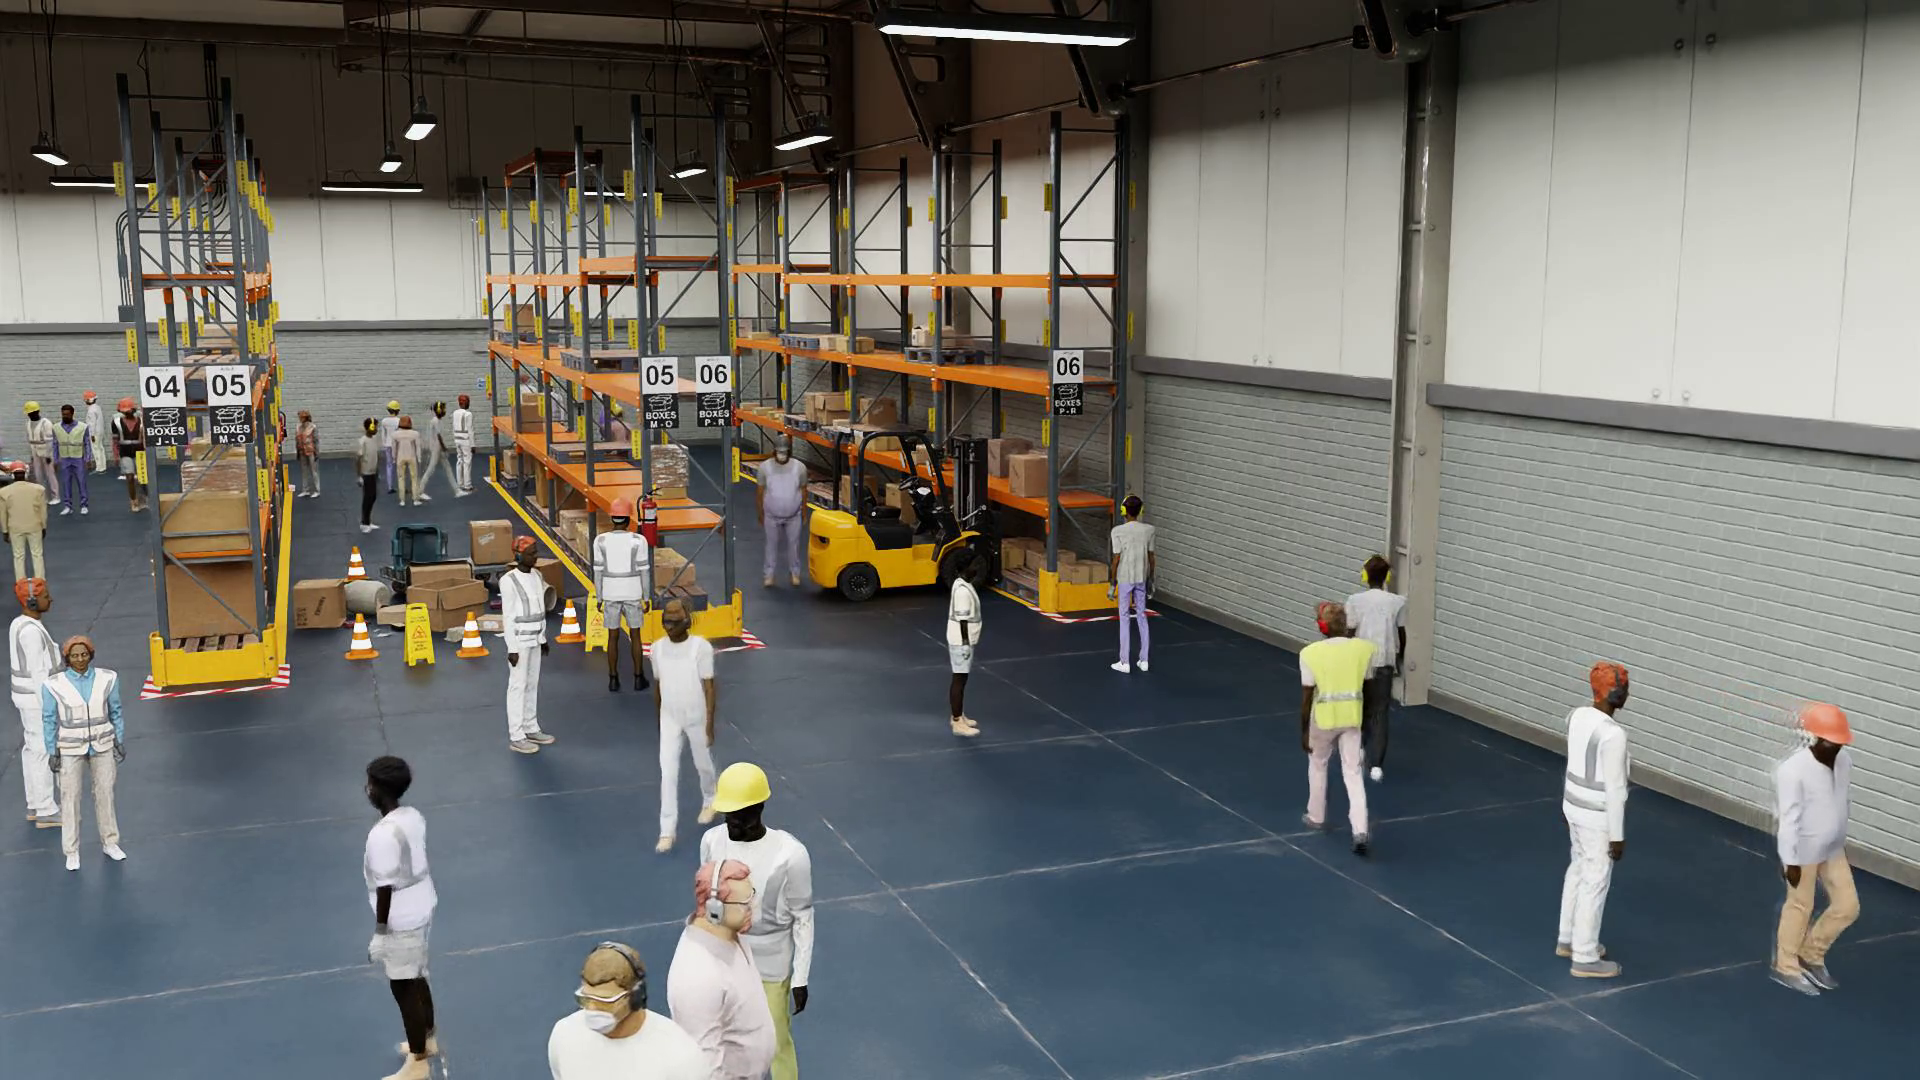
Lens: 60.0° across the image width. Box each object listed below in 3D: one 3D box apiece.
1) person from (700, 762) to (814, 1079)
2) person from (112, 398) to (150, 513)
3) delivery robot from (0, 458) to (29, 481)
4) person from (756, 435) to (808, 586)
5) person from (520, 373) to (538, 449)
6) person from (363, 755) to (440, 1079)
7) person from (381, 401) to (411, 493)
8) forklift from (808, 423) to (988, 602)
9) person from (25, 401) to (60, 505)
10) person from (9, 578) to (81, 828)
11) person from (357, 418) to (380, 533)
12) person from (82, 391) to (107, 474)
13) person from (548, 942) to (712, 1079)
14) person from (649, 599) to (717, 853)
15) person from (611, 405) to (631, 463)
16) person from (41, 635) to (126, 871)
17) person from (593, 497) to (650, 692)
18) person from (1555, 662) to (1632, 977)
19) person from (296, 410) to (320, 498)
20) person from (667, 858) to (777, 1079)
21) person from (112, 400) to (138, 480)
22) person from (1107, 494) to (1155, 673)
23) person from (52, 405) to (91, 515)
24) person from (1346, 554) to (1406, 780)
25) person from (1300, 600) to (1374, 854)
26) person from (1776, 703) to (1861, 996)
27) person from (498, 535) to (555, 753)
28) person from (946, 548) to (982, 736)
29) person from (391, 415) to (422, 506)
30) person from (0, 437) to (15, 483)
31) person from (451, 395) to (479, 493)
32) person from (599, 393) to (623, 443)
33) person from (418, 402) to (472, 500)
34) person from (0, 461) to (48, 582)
[{"bbox_3d":[-0.966,1.956,7.691,0.593,1.924,0.384,4,10,25],"label":"person"},{"bbox_3d":[-14.423,-1.475,29.019,0.646,2.006,0.441,-4,10,-25],"label":"person"},{"bbox_3d":[-18.660,-1.360,32.577,0.707,0.478,0.477,-2,9,-9],"label":"delivery robot"},{"bbox_3d":[-2.358,-0.391,22.111,0.688,2.000,0.536,-1,9,-9],"label":"person"},{"bbox_3d":[-9.984,-2.913,38.449,0.659,1.907,0.402,3,10,19],"label":"person"},{"bbox_3d":[-2.871,1.948,8.570,0.340,1.666,0.590,0,9,-2],"label":"person"},{"bbox_3d":[-10.712,-1.755,31.552,0.523,1.769,0.317,3,10,19],"label":"person"},{"bbox_3d":[-0.830,-0.399,21.676,2.313,2.155,1.214,-4,10,-21],"label":"forklift"},{"bbox_3d":[-16.543,-1.557,29.909,0.599,1.903,0.447,3,9,18],"label":"person"},{"bbox_3d":[-6.918,1.214,12.503,0.355,1.883,0.574,-7,12,-39],"label":"person"},{"bbox_3d":[-9.575,-1.050,26.878,0.393,1.852,0.614,1,9,6],"label":"person"},{"bbox_3d":[-18.079,-2.243,34.708,0.348,1.743,0.572,-2,9,-13],"label":"person"},{"bbox_3d":[-1.127,2.277,5.680,0.628,1.930,0.368,4,10,25],"label":"person"},{"bbox_3d":[-2.007,1.302,12.211,0.530,1.812,0.935,1,9,8],"label":"person"},{"bbox_3d":[-6.303,-1.635,30.844,0.428,1.748,0.580,9,13,44],"label":"person"},{"bbox_3d":[-6.123,1.471,11.644,0.520,1.640,0.307,-8,12,-42],"label":"person"},{"bbox_3d":[-3.356,0.542,16.557,0.548,1.937,0.379,0,9,-1],"label":"person"},{"bbox_3d":[3.760,1.643,9.832,0.356,1.877,0.577,-1,9,-3],"label":"person"},{"bbox_3d":[-12.153,-1.602,30.997,0.515,1.636,0.315,4,10,22],"label":"person"},{"bbox_3d":[-0.914,2.158,6.484,0.403,1.906,0.652,0,9,-3],"label":"person"},{"bbox_3d":[-16.948,-2.040,33.805,0.288,1.623,0.508,7,12,39],"label":"person"},{"bbox_3d":[1.787,0.450,17.356,0.535,1.868,0.309,-3,10,-19],"label":"person"},{"bbox_3d":[-15.380,-1.396,28.823,0.597,1.915,0.370,-2,9,-13],"label":"person"},{"bbox_3d":[3.449,1.031,13.850,0.494,1.822,0.986,2,9,13],"label":"person"},{"bbox_3d":[2.747,1.334,12.038,0.590,1.797,0.955,-1,9,-6],"label":"person"},{"bbox_3d":[4.901,1.764,9.500,0.577,1.728,0.421,-5,10,-26],"label":"person"},{"bbox_3d":[-3.779,0.896,14.503,0.354,1.883,0.573,2,9,15],"label":"person"},{"bbox_3d":[0.036,0.907,15.013,0.322,1.696,0.536,0,9,-1],"label":"person"},{"bbox_3d":[-9.934,-1.423,29.878,0.507,1.631,0.266,-2,9,-11],"label":"person"},{"bbox_3d":[-18.051,-1.796,31.095,0.708,1.999,0.690,-2,9,-10],"label":"person"},{"bbox_3d":[-9.438,-1.831,31.687,0.575,1.880,0.359,7,12,39],"label":"person"},{"bbox_3d":[-7.009,-2.073,33.359,0.429,1.837,0.628,-8,12,-41],"label":"person"},{"bbox_3d":[-9.626,-1.647,30.735,0.997,1.816,0.534,-2,9,-10],"label":"person"},{"bbox_3d":[-12.191,-0.167,21.672,0.553,1.735,0.383,-5,10,-30],"label":"person"}]
